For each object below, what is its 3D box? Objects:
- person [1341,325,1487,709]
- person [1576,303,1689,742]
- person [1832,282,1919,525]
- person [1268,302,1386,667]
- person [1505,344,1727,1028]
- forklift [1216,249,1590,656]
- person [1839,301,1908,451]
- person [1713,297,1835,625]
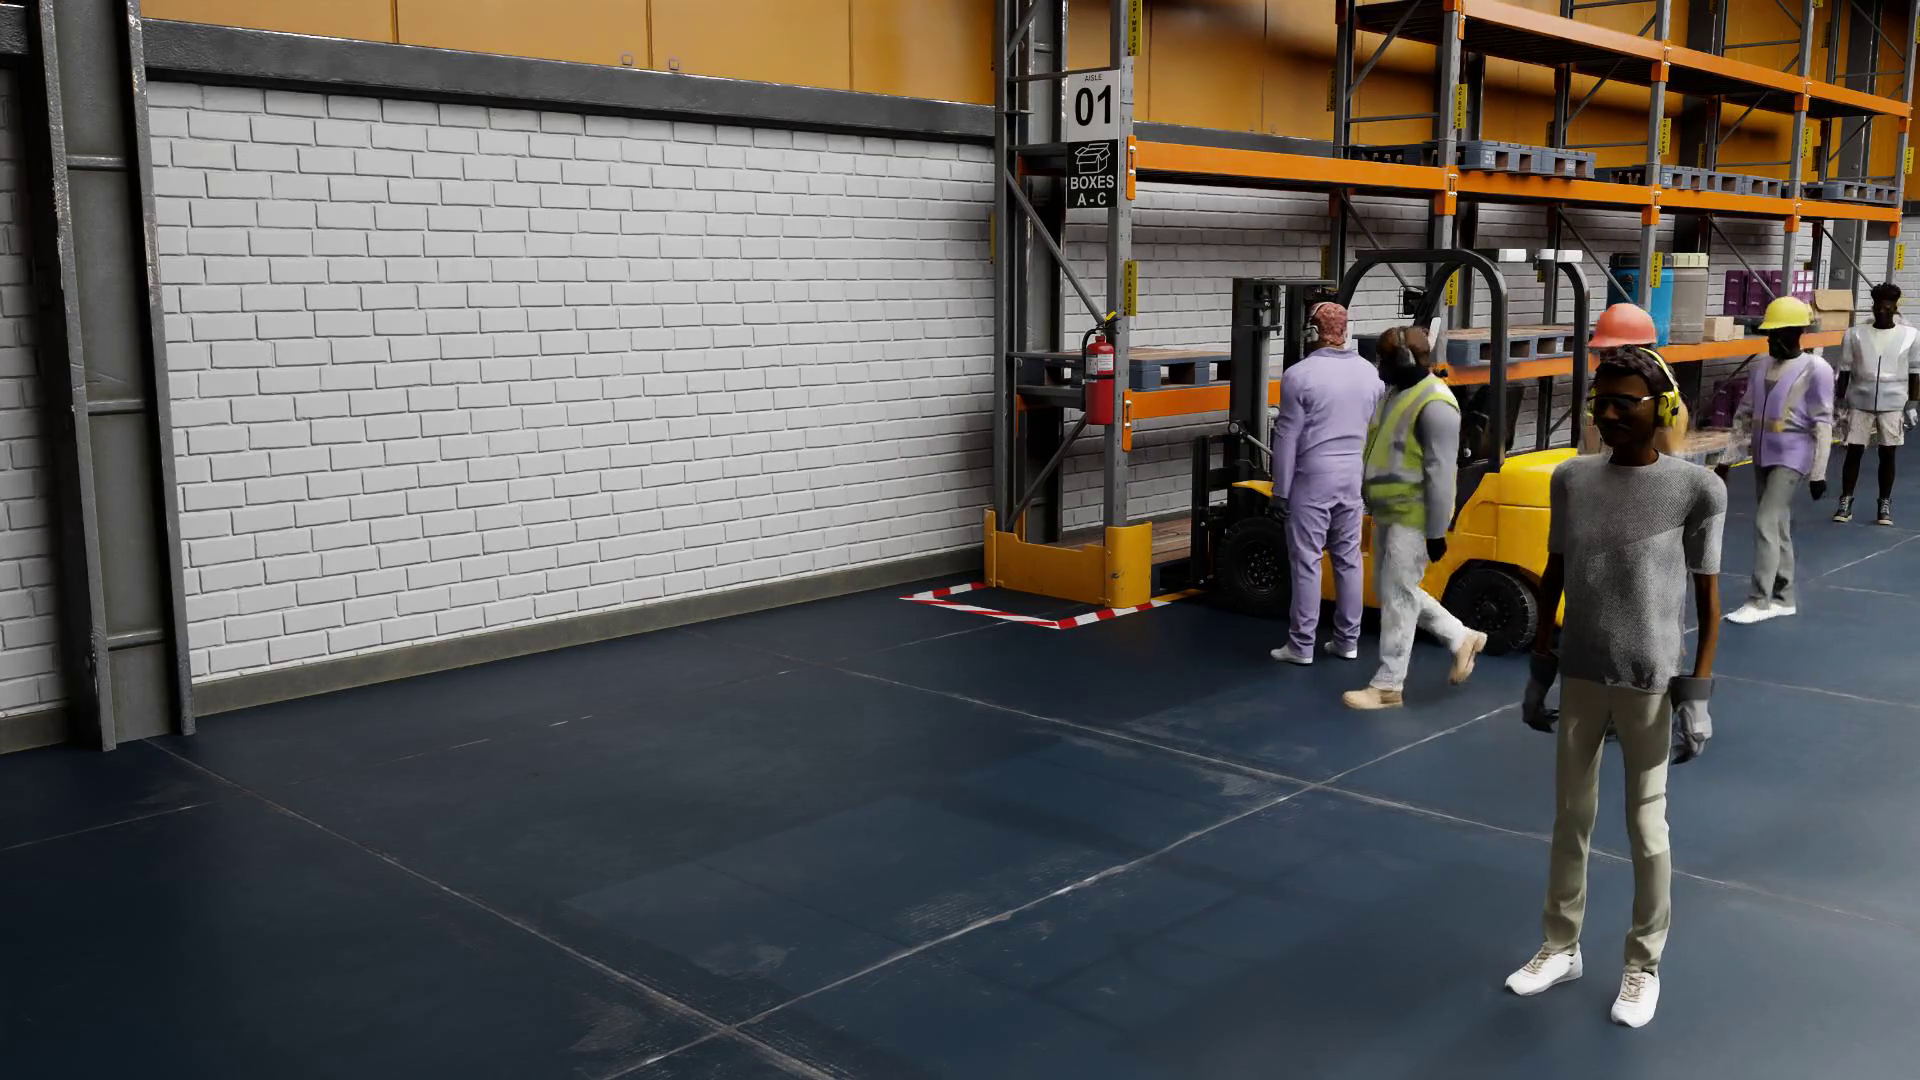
[{"bbox_3d":[2.177,-0.106,7.864,0.673,1.815,0.639,-1,9,-3],"label":"person"},{"bbox_3d":[2.858,-0.051,7.165,0.475,1.925,0.545,-3,10,-19],"label":"person"},{"bbox_3d":[7.439,-1.102,13.500,0.614,1.962,0.365,5,11,30],"label":"person"},{"bbox_3d":[1.902,-0.292,8.742,0.641,1.900,0.402,-5,10,-26],"label":"person"},{"bbox_3d":[1.812,0.396,4.606,0.532,1.871,0.321,9,13,42],"label":"person"},{"bbox_3d":[2.710,-0.584,9.626,2.313,2.155,1.214,9,13,43],"label":"forklift"},{"bbox_3d":[10.366,-1.892,18.760,0.924,1.828,0.544,-7,12,-37],"label":"person"},{"bbox_3d":[4.688,-0.456,9.731,0.705,1.906,0.600,-2,9,-11],"label":"person"}]
